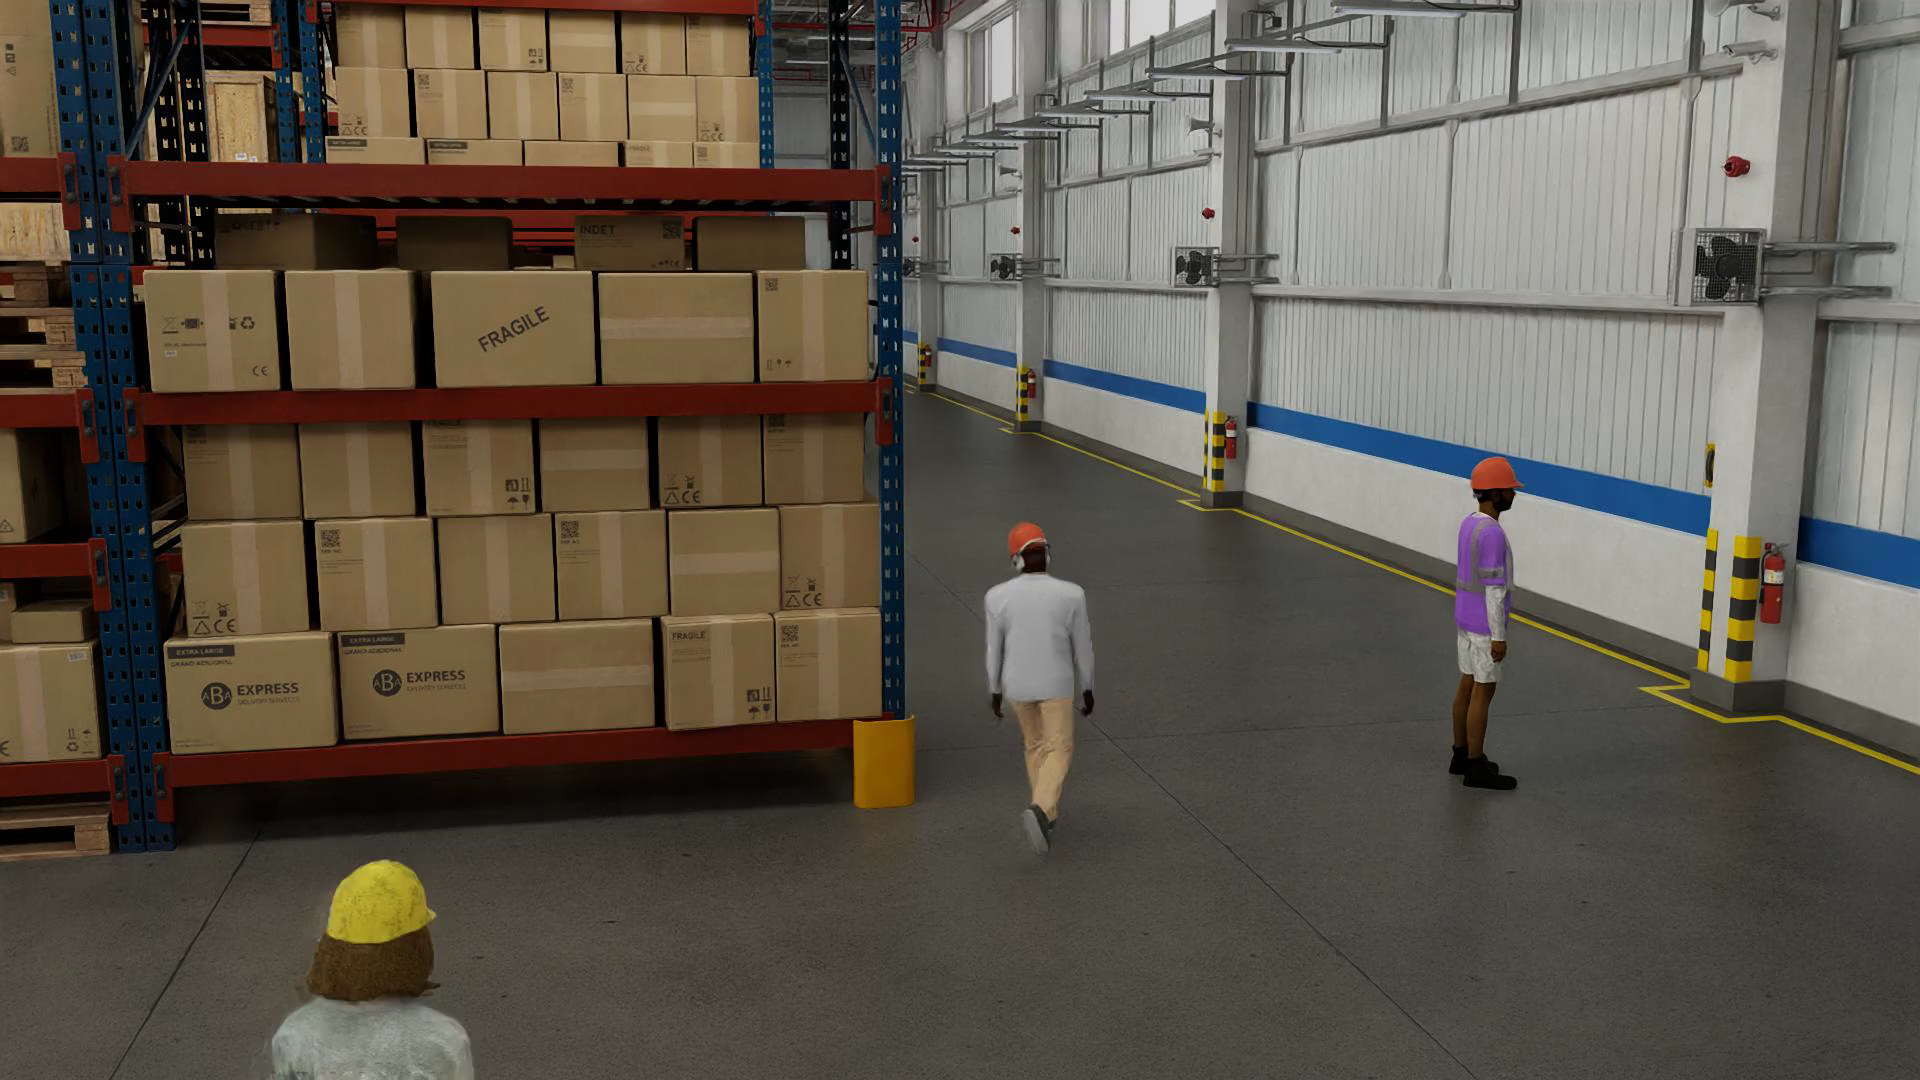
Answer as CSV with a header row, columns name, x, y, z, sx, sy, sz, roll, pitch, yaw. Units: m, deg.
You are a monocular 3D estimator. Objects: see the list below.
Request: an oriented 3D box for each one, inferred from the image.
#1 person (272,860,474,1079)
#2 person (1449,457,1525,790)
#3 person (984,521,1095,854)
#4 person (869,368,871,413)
name,x,y,z,sx,sy,sz,roll,pitch,yaw
person,-1.326,1.576,3.709,0.483,1.717,0.667,3,10,19
person,3.082,0.479,9.735,0.351,1.942,0.545,0,9,-1
person,0.399,0.765,8.722,0.581,1.706,0.723,3,10,19
person,-1.708,-2.176,26.331,0.606,1.812,0.435,2,9,11
